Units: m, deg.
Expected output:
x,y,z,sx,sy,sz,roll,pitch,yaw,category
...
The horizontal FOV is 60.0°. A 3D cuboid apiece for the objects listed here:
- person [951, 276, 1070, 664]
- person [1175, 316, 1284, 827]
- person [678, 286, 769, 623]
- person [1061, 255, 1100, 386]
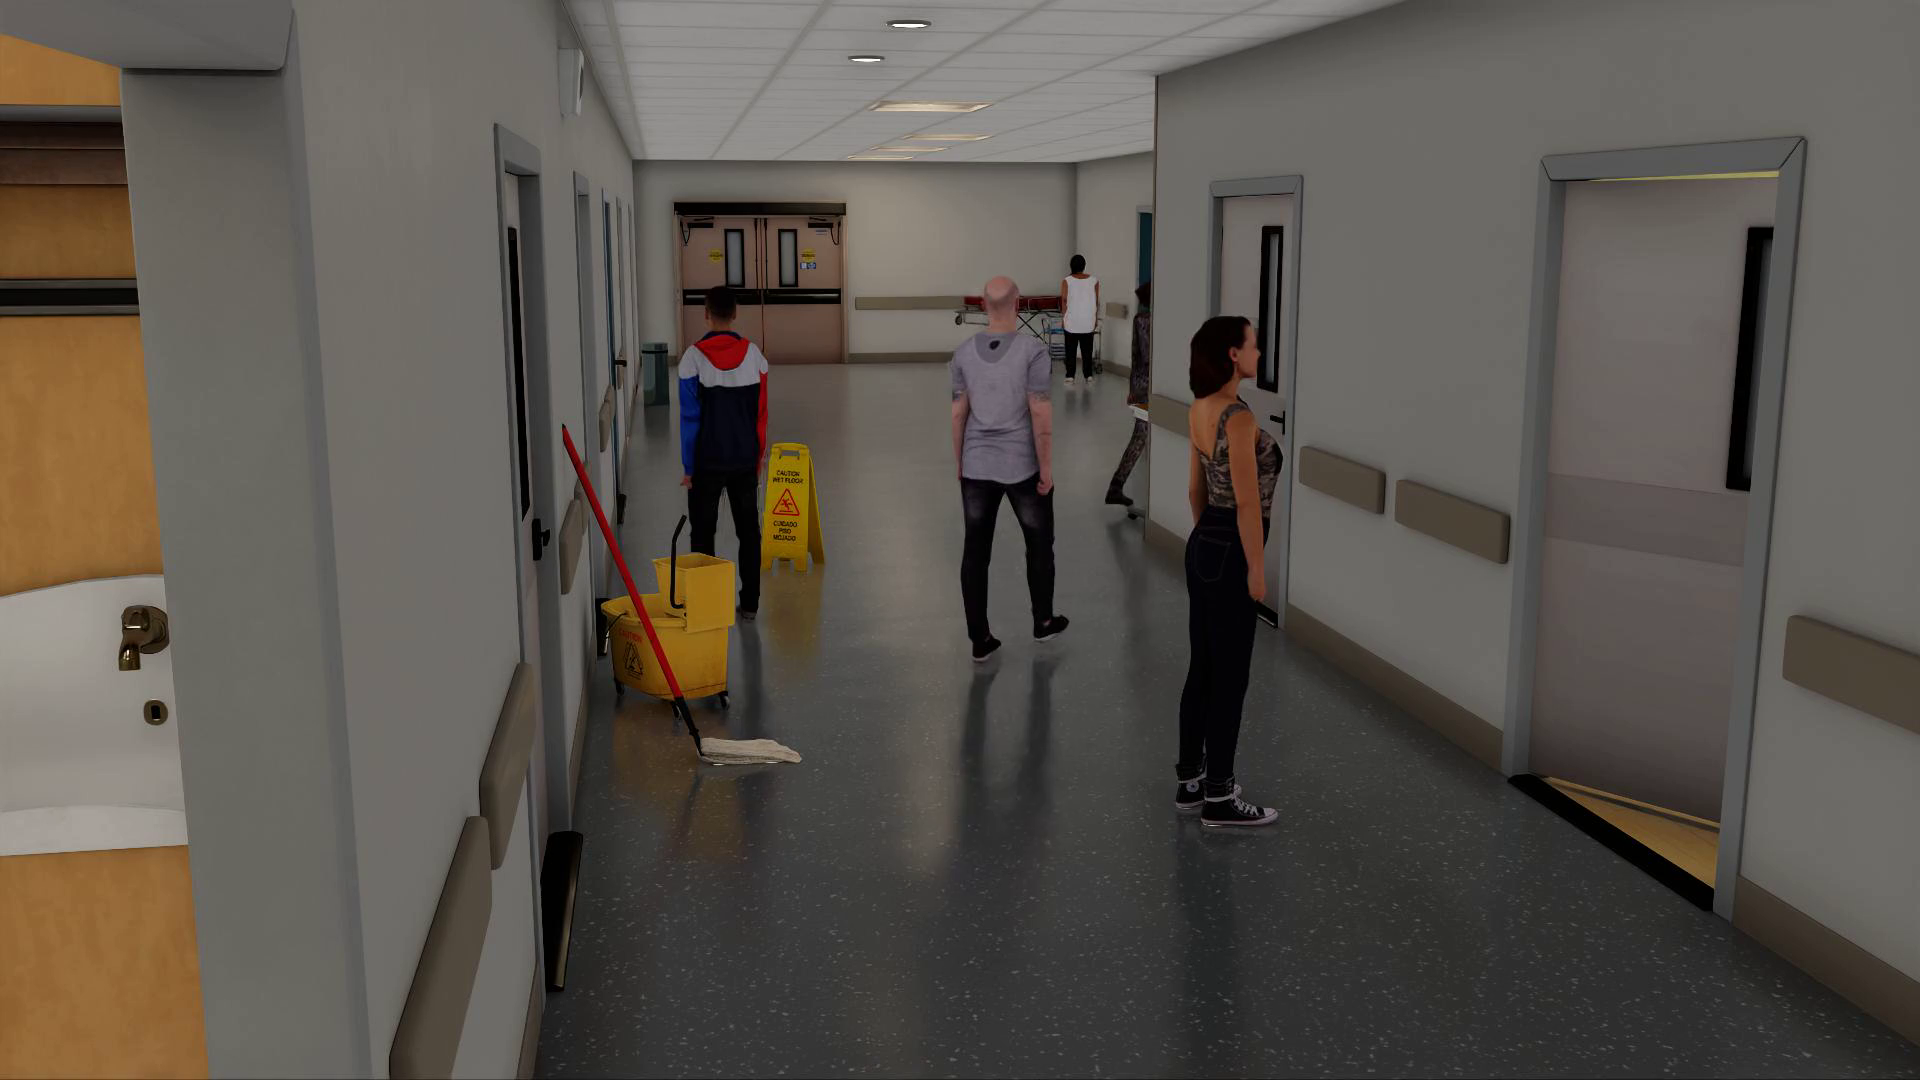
x,y,z,sx,sy,sz,roll,pitch,yaw,category
0.167,-0.313,7.858,0.957,1.815,1.073,4,11,20,person
0.914,0.102,5.798,0.683,1.768,0.490,-3,11,-15,person
-1.214,-0.433,8.645,0.711,1.756,0.675,-6,12,-28,person
1.541,-2.881,21.730,0.645,1.687,0.584,-2,11,-11,person
